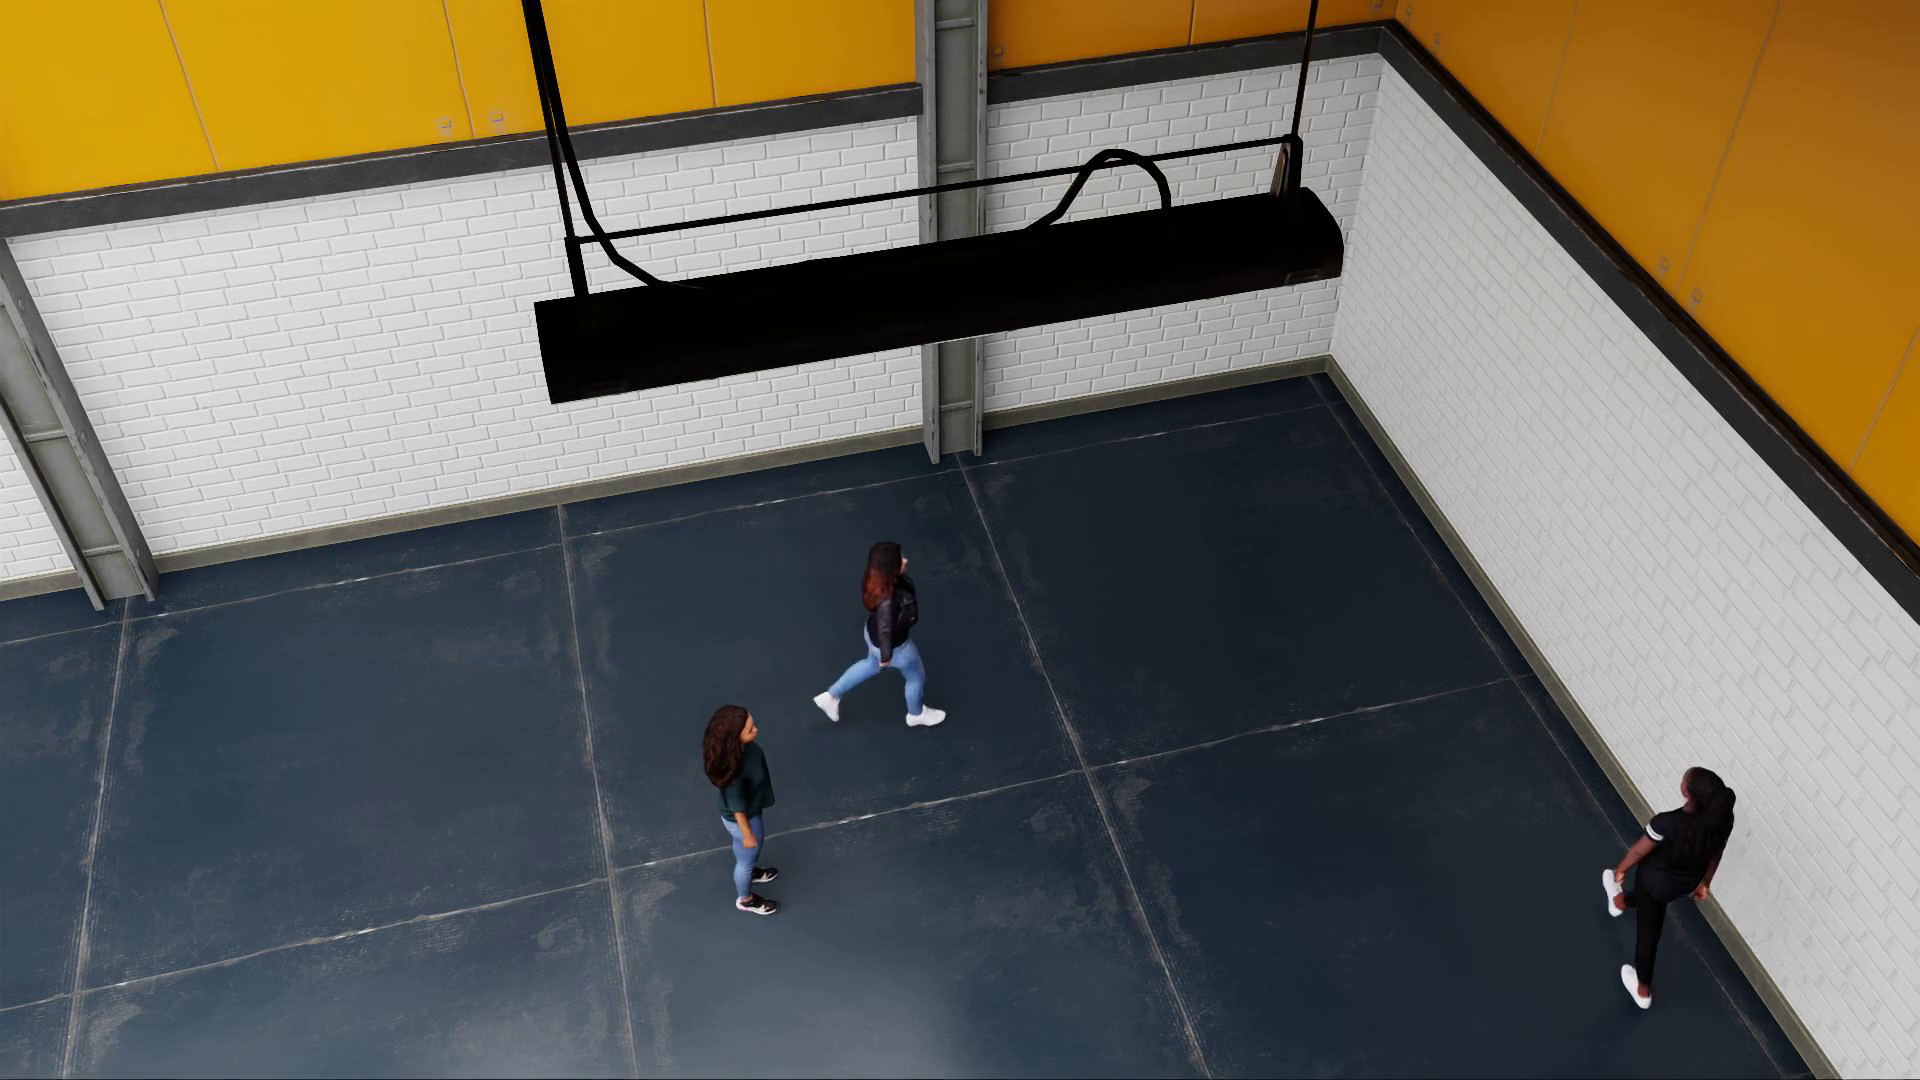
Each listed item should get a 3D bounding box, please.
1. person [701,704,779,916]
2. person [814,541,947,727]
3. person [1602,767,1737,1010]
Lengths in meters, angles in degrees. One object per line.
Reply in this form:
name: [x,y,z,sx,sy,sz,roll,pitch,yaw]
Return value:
person: [-1.222,1.498,9.317,0.628,1.617,0.630,-5,44,-5]
person: [-0.515,0.614,10.257,1.037,1.601,0.617,-9,44,-9]
person: [3.792,1.883,8.852,1.027,1.700,0.744,-6,44,-6]
